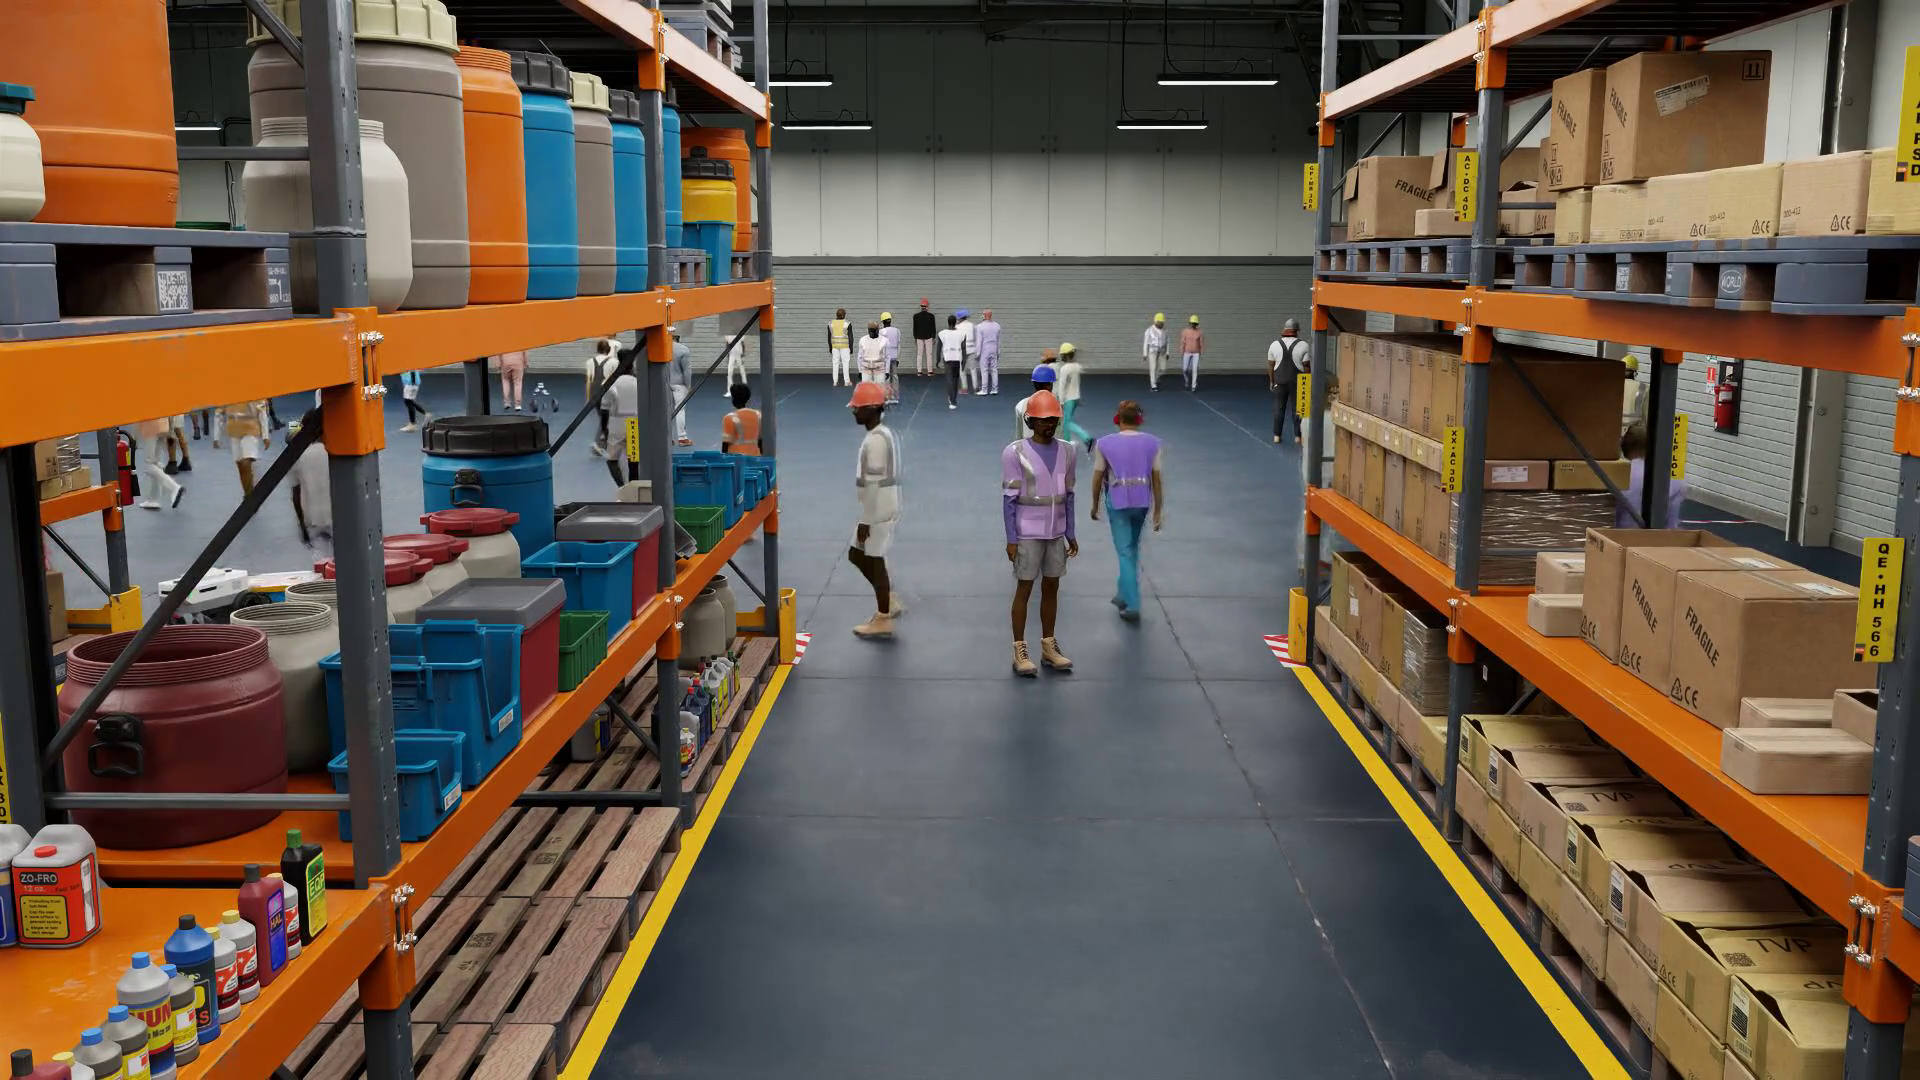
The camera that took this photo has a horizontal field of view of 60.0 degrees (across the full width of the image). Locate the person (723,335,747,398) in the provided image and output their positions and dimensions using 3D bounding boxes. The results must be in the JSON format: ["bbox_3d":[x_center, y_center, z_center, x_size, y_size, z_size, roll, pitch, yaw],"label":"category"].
[{"bbox_3d":[-4.923,-4.030,36.507,0.510,1.814,0.679,4,10,20],"label":"person"}]

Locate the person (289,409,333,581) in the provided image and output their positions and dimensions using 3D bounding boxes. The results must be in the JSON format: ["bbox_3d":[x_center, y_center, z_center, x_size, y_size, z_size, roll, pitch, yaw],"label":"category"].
[{"bbox_3d":[-4.927,-0.116,13.024,0.539,1.818,0.941,-1,10,-5],"label":"person"}]

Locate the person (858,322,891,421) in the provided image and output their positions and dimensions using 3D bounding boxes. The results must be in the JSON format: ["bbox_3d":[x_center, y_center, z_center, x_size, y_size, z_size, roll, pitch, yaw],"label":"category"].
[{"bbox_3d":[-1.621,-3.161,31.195,0.621,1.837,0.429,1,10,8],"label":"person"}]

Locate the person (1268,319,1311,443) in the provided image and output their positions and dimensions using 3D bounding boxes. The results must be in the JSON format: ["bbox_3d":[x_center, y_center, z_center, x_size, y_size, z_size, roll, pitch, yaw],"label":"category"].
[{"bbox_3d":[5.440,-2.609,27.398,0.688,2.000,0.536,4,10,23],"label":"person"}]

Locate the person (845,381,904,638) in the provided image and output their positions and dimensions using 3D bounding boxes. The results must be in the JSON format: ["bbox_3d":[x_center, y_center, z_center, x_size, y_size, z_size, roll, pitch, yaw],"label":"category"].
[{"bbox_3d":[-0.697,-0.230,13.085,0.419,2.028,0.605,-1,9,-4],"label":"person"}]

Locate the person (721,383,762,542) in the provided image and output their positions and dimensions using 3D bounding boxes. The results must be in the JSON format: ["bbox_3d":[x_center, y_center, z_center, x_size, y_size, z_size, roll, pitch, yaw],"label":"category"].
[{"bbox_3d":[-2.376,-0.833,17.679,0.565,1.677,0.552,7,12,35],"label":"person"}]

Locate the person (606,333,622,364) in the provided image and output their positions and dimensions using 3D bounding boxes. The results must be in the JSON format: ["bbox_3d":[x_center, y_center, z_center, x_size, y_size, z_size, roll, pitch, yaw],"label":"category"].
[{"bbox_3d":[-7.219,-3.568,34.366,0.525,1.598,0.855,1,10,8],"label":"person"}]

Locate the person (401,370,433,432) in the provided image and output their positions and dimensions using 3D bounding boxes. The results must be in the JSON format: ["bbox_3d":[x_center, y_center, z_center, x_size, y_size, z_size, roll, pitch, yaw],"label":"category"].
[{"bbox_3d":[-9.557,-2.742,29.105,0.472,1.685,0.543,-4,10,-22],"label":"person"}]

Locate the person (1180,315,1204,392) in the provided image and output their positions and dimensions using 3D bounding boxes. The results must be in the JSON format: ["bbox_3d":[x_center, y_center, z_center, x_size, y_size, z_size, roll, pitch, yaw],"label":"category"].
[{"bbox_3d":[5.330,-4.288,38.168,0.552,1.753,0.520,1,10,8],"label":"person"}]

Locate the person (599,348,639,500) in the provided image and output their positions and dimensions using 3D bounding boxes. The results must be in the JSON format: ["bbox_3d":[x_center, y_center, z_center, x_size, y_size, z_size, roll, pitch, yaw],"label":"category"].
[{"bbox_3d":[-3.930,-1.282,19.576,0.643,1.953,0.436,-4,10,-25],"label":"person"}]

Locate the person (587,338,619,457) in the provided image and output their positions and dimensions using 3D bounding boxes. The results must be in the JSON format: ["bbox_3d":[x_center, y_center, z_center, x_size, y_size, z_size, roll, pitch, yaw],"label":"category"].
[{"bbox_3d":[-5.488,-2.189,25.502,0.533,1.813,0.920,2,10,12],"label":"person"}]

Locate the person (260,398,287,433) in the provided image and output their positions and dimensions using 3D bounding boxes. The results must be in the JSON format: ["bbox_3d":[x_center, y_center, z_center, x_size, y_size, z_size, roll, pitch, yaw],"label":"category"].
[{"bbox_3d":[-12.013,-2.836,29.042,0.569,1.897,0.912,3,10,16],"label":"person"}]

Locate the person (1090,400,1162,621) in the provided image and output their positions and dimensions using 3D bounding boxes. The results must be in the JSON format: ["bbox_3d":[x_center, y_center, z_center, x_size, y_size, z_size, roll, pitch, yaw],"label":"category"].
[{"bbox_3d":[1.359,-0.268,13.945,0.554,1.801,0.838,-3,10,-19],"label":"person"}]

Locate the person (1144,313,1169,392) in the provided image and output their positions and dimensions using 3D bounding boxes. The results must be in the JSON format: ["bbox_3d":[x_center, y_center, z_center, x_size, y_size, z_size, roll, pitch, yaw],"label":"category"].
[{"bbox_3d":[4.498,-4.295,38.041,0.625,1.808,0.479,-3,10,-15],"label":"person"}]

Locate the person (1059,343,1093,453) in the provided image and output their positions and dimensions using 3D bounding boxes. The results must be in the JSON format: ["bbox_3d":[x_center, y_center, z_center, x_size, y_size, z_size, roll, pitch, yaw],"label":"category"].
[{"bbox_3d":[1.739,-2.143,25.426,0.678,1.734,0.528,6,11,32],"label":"person"}]

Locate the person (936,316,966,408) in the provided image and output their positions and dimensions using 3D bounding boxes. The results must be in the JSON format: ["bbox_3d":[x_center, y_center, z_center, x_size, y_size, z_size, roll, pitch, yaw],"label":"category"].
[{"bbox_3d":[-0.191,-3.652,34.059,0.591,1.858,1.011,-2,10,-14],"label":"person"}]

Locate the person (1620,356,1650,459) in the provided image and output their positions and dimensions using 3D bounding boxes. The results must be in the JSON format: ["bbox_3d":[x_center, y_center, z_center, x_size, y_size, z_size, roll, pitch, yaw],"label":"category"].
[{"bbox_3d":[8.071,-1.319,20.201,0.601,1.818,0.404,5,11,26],"label":"person"}]

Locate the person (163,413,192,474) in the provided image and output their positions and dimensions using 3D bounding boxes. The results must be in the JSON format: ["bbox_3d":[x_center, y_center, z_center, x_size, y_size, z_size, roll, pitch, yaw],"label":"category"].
[{"bbox_3d":[-11.107,-1.899,23.334,0.376,1.933,0.556,3,10,19],"label":"person"}]

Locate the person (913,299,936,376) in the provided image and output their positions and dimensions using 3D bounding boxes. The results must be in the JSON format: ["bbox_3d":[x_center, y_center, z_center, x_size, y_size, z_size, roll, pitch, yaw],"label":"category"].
[{"bbox_3d":[-0.918,-5.281,43.417,0.612,1.995,0.376,3,10,15],"label":"person"}]

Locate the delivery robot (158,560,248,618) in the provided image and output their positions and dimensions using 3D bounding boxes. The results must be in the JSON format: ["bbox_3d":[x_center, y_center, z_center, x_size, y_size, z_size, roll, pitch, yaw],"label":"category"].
[{"bbox_3d":[-6.158,0.399,13.543,0.477,0.478,0.707,4,10,20],"label":"delivery robot"}]

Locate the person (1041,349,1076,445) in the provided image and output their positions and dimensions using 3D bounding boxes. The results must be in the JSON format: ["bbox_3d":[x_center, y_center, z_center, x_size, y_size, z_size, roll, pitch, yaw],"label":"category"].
[{"bbox_3d":[1.498,-2.288,26.759,0.907,1.558,0.508,6,11,30],"label":"person"}]

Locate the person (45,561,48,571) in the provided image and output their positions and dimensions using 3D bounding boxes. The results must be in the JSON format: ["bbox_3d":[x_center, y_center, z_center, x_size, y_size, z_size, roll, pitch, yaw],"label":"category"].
[{"bbox_3d":[-8.140,-0.258,14.099,0.741,1.722,0.662,-2,10,-12],"label":"person"}]

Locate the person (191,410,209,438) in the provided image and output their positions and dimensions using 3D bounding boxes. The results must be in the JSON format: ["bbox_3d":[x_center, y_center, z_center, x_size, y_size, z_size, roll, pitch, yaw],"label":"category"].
[{"bbox_3d":[-12.935,-2.684,28.192,0.563,1.883,1.016,-4,10,-24],"label":"person"}]

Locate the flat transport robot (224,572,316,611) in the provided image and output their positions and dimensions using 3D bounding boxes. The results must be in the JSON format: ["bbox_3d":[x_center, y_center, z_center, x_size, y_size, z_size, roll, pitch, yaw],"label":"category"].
[{"bbox_3d":[-5.759,0.421,14.531,1.431,0.197,0.652,-4,10,-22],"label":"flat transport robot"}]

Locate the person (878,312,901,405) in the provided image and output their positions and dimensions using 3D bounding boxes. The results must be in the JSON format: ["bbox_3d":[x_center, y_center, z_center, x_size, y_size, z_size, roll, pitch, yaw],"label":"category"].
[{"bbox_3d":[-1.503,-3.783,34.676,0.381,1.917,0.586,9,13,44],"label":"person"}]

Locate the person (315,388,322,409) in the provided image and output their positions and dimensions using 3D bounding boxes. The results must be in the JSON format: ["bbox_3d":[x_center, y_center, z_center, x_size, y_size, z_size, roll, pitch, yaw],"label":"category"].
[{"bbox_3d":[-7.191,-1.181,19.388,0.563,1.836,0.946,2,10,10],"label":"person"}]

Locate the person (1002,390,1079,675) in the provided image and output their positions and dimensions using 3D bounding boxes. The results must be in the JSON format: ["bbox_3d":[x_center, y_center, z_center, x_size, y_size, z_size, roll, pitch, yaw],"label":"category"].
[{"bbox_3d":[0.596,-0.058,11.989,0.607,2.044,0.379,-6,11,-31],"label":"person"}]

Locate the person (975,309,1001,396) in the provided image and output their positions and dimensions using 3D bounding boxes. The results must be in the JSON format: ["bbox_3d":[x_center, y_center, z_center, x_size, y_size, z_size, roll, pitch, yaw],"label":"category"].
[{"bbox_3d":[0.607,-4.186,37.127,0.652,1.904,0.403,-7,12,-35],"label":"person"}]

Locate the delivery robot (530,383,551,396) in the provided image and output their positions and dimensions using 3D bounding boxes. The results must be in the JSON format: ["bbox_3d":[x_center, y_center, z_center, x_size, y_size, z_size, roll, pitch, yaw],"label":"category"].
[{"bbox_3d":[-8.362,-3.010,33.186,0.335,0.223,0.698,-5,11,-30],"label":"delivery robot"}]

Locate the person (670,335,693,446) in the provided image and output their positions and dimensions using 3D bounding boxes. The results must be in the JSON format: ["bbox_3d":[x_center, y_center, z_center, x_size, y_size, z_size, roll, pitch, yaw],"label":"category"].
[{"bbox_3d":[-4.612,-2.490,26.865,0.638,1.936,0.356,4,10,21],"label":"person"}]

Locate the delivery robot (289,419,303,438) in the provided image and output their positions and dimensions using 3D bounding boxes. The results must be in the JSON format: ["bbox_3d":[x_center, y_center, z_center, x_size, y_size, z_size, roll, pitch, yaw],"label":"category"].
[{"bbox_3d":[-10.481,-1.834,26.922,0.477,0.478,0.707,6,11,33],"label":"delivery robot"}]

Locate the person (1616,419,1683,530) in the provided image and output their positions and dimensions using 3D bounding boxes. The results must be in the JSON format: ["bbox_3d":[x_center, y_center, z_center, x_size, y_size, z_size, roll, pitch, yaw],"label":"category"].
[{"bbox_3d":[4.535,0.146,11.170,0.637,1.913,0.847,-2,10,-13],"label":"person"}]

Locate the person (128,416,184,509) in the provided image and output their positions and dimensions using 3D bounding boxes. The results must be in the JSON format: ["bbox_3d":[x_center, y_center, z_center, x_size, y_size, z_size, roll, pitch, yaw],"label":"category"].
[{"bbox_3d":[-9.566,-1.295,19.785,0.720,1.908,0.598,3,10,18],"label":"person"}]

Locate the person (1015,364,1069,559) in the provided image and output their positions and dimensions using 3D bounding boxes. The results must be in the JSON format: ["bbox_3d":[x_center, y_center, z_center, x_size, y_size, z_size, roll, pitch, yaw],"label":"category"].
[{"bbox_3d":[0.814,-0.774,16.557,0.602,1.949,0.388,9,13,44],"label":"person"}]

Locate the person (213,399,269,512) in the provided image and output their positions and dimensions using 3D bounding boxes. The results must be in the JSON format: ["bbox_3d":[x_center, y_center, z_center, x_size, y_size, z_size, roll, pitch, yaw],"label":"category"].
[{"bbox_3d":[-8.398,-1.221,19.331,0.577,1.905,0.709,1,9,4],"label":"person"}]

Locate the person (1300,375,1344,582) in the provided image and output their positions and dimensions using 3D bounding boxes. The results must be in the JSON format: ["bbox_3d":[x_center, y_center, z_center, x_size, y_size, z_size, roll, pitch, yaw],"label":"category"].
[{"bbox_3d":[3.400,-0.555,15.324,0.664,1.917,0.566,-9,13,-44],"label":"person"}]

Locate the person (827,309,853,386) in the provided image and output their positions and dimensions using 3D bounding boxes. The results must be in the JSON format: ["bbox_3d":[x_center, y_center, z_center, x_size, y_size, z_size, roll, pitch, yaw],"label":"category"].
[{"bbox_3d":[-2.856,-4.632,39.985,0.633,1.841,0.429,3,10,16],"label":"person"}]

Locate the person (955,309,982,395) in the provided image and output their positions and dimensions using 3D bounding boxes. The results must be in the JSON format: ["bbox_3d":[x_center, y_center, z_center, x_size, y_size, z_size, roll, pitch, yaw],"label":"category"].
[{"bbox_3d":[0.171,-4.238,37.467,0.765,1.911,0.376,-6,11,-34],"label":"person"}]

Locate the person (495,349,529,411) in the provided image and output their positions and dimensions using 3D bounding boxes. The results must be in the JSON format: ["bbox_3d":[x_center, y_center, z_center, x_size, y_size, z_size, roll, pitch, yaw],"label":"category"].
[{"bbox_3d":[-8.990,-3.552,33.410,0.659,1.883,0.762,-2,10,-12],"label":"person"}]
